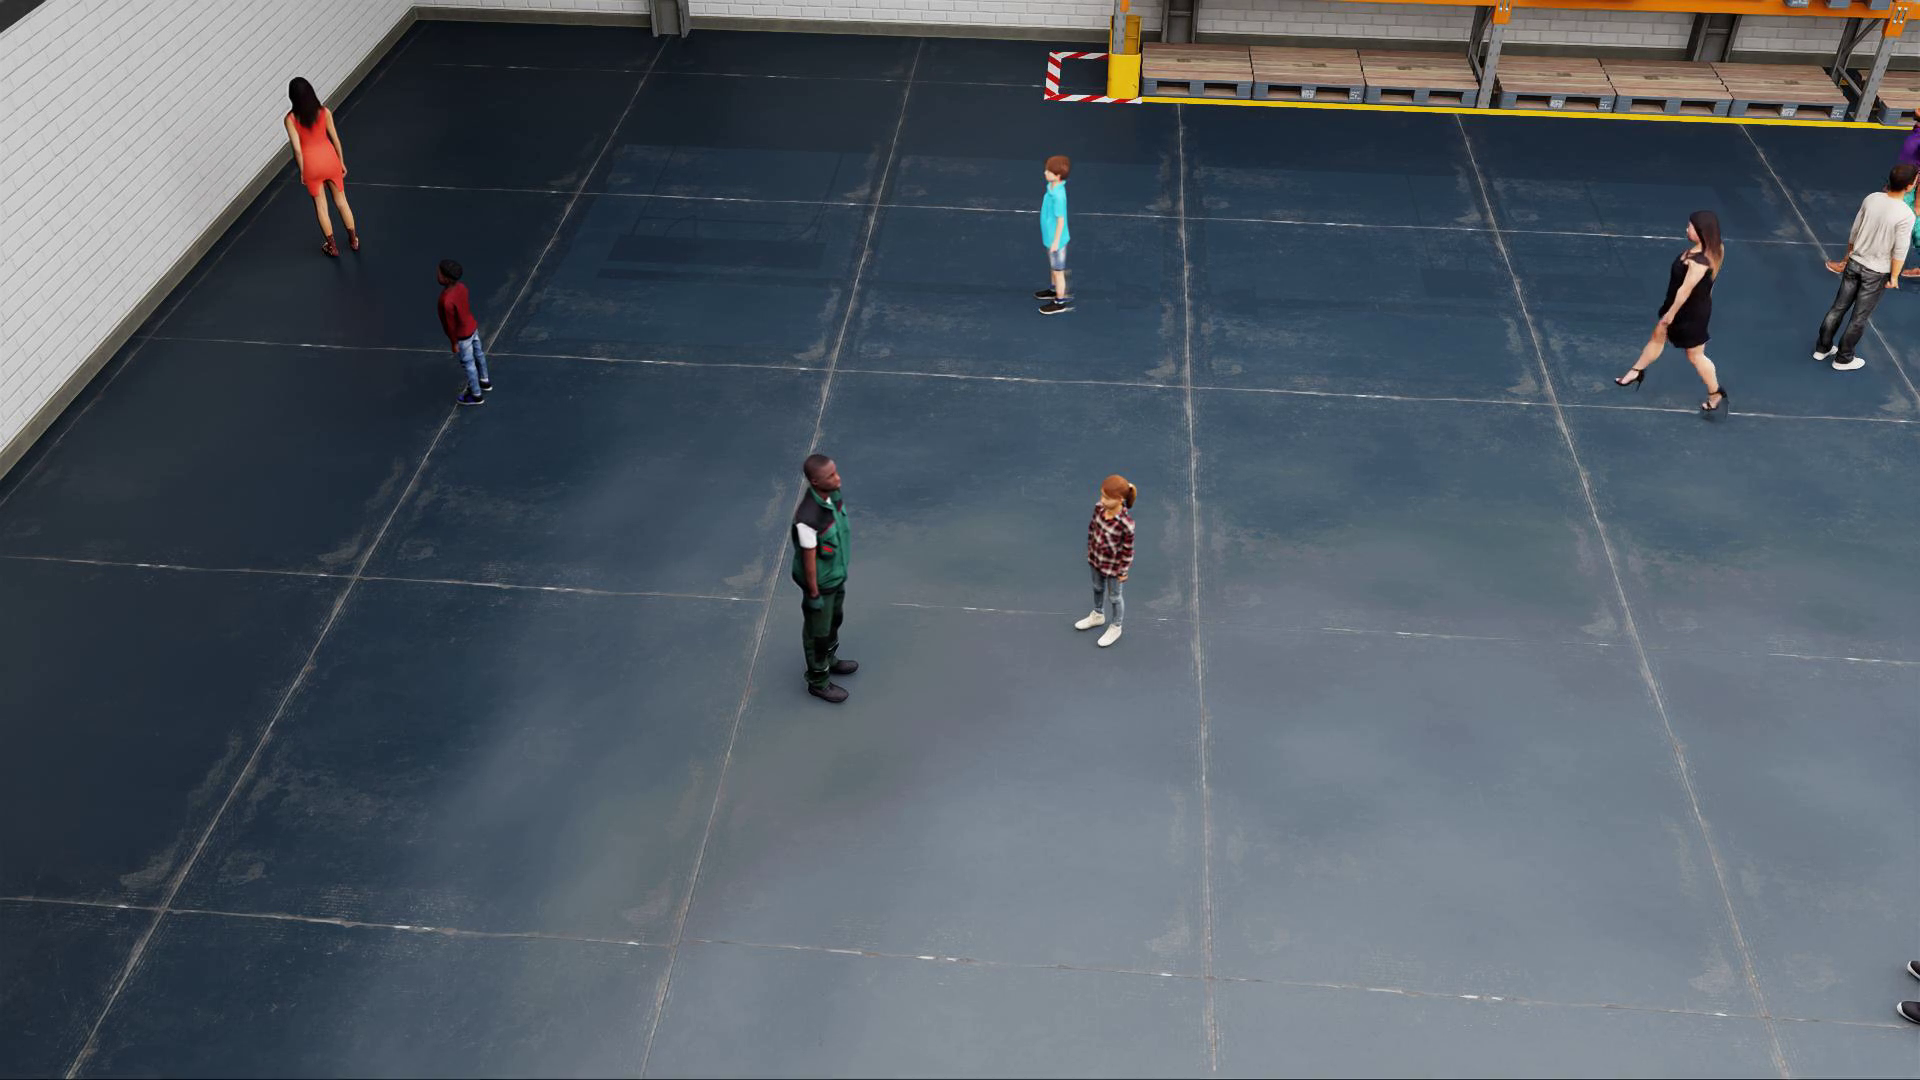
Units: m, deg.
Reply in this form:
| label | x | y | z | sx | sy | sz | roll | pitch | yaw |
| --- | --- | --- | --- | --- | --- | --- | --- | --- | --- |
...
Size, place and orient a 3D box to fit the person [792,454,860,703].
| label | x | y | z | sx | sy | sz | roll | pitch | yaw |
| --- | --- | --- | --- | --- | --- | --- | --- | --- | --- |
| person | -0.869 | 0.214 | 10.509 | 0.650 | 1.839 | 0.715 | 9 | 39 | 11 |

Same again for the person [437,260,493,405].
| label | x | y | z | sx | sy | sz | roll | pitch | yaw |
| --- | --- | --- | --- | --- | --- | --- | --- | --- | --- |
| person | -3.986 | -1.686 | 13.357 | 0.488 | 1.253 | 0.498 | 5 | 39 | 6 |

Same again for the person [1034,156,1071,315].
| label | x | y | z | sx | sy | sz | roll | pitch | yaw |
| --- | --- | --- | --- | --- | --- | --- | --- | --- | --- |
| person | 0.839 | -2.668 | 14.430 | 0.532 | 1.449 | 0.553 | -3 | 39 | -4 |

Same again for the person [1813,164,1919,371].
| label | x | y | z | sx | sy | sz | roll | pitch | yaw |
| --- | --- | --- | --- | --- | --- | --- | --- | --- | --- |
| person | 7.432 | -2.239 | 13.602 | 0.733 | 1.812 | 0.736 | -17 | 42 | -20 |

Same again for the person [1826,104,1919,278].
| label | x | y | z | sx | sy | sz | roll | pitch | yaw |
| --- | --- | --- | --- | --- | --- | --- | --- | --- | --- |
| person | 8.477 | -3.057 | 14.697 | 1.241 | 1.723 | 0.863 | 15 | 41 | 18 |

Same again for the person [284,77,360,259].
| label | x | y | z | sx | sy | sz | roll | pitch | yaw |
| --- | --- | --- | --- | --- | --- | --- | --- | --- | --- |
| person | -5.810 | -3.391 | 15.119 | 0.656 | 1.719 | 0.731 | -24 | 44 | -27 |

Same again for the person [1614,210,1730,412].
| label | x | y | z | sx | sy | sz | roll | pitch | yaw |
| --- | --- | --- | --- | --- | --- | --- | --- | --- | --- |
| person | 5.832 | -1.747 | 13.103 | 1.211 | 1.665 | 0.944 | 19 | 42 | 22 |

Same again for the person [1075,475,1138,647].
| label | x | y | z | sx | sy | sz | roll | pitch | yaw |
| --- | --- | --- | --- | --- | --- | --- | --- | --- | --- |
| person | 0.997 | 0.115 | 11.060 | 0.682 | 1.306 | 0.623 | -27 | 46 | -30 |
